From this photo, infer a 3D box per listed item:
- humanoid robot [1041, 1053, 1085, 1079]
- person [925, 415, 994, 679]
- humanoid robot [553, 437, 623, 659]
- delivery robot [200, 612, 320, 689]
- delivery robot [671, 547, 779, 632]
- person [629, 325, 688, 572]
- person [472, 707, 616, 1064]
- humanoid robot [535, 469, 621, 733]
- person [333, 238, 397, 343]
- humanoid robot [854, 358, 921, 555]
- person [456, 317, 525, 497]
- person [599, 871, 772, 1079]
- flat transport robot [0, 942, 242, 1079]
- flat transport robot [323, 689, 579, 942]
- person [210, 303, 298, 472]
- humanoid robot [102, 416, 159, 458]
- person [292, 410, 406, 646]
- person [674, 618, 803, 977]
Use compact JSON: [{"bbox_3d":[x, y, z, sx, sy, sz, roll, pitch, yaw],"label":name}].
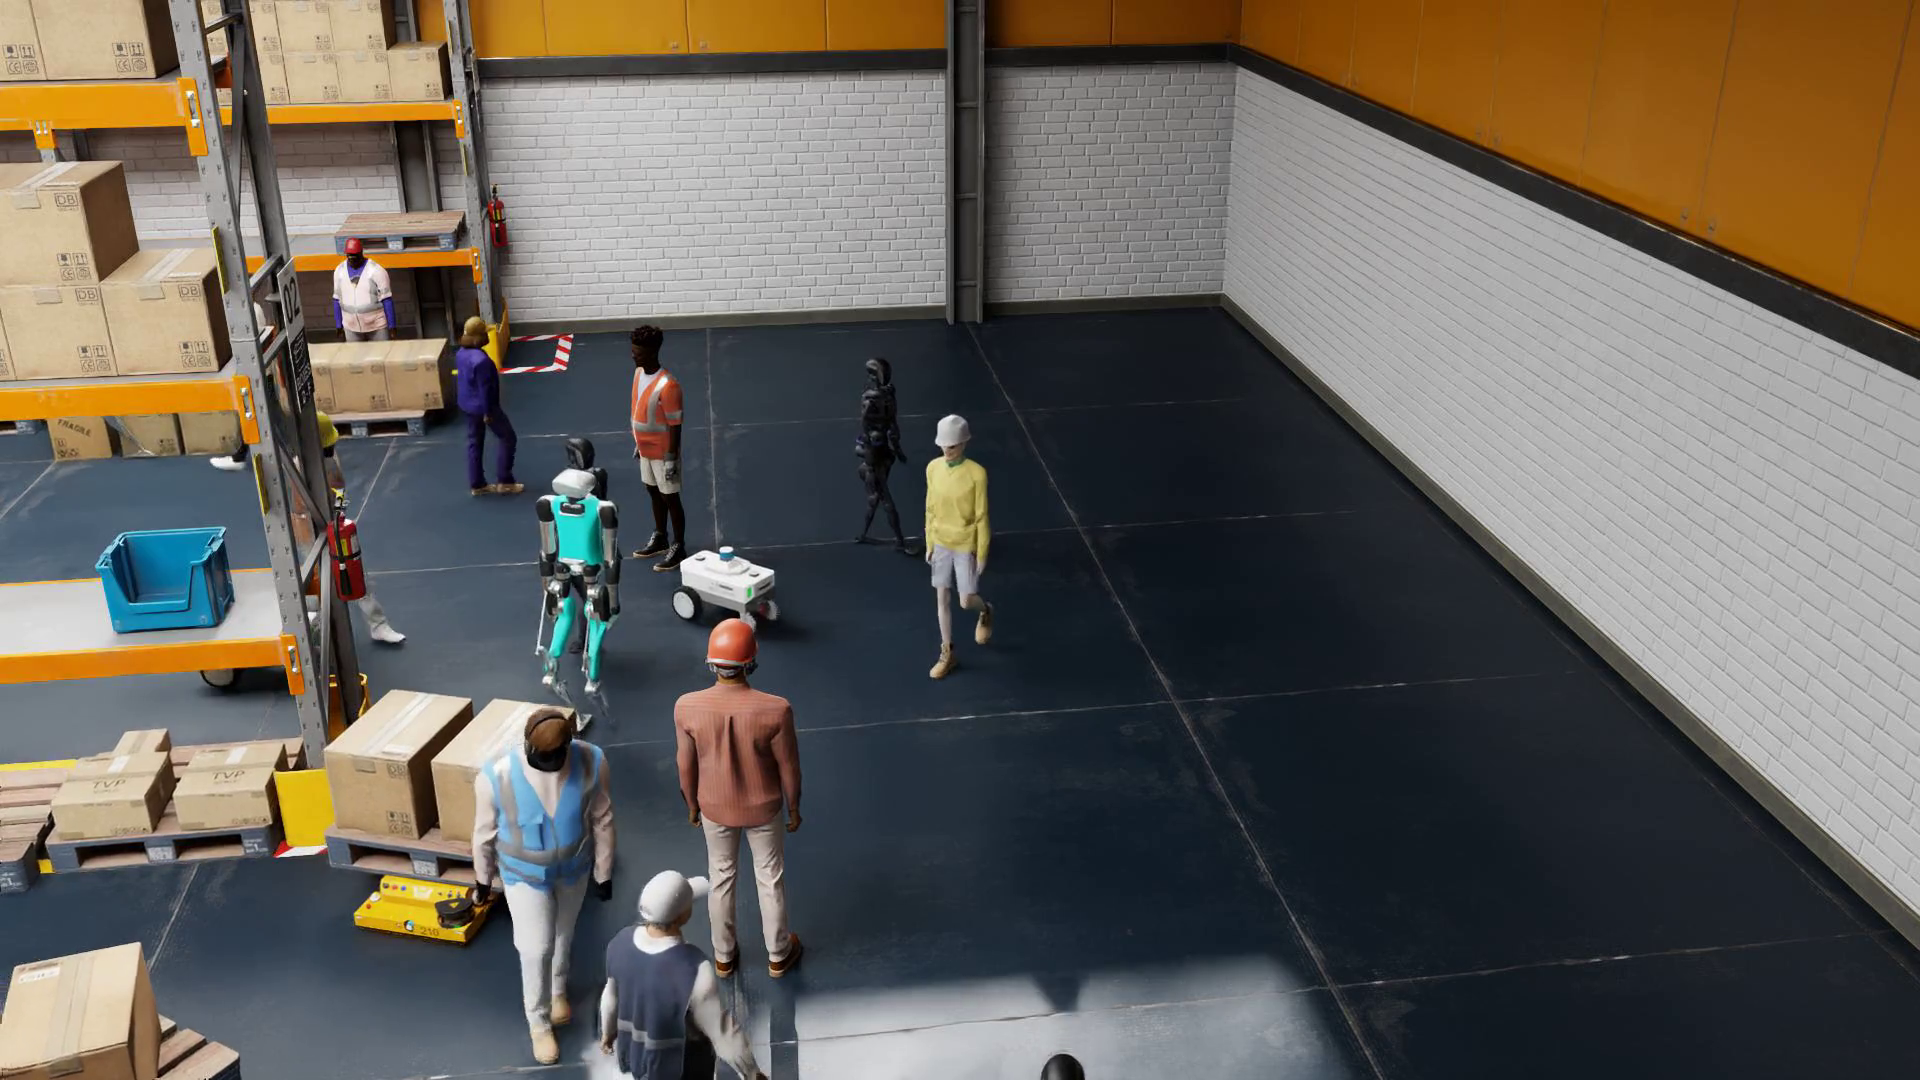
[{"bbox_3d":[0.392,2.515,5.995,0.596,1.645,0.782,-1,24,-2],"label":"humanoid robot"},{"bbox_3d":[0.001,0.004,11.399,0.488,1.874,0.622,12,26,25],"label":"person"},{"bbox_3d":[-2.619,0.057,11.525,0.373,1.649,0.599,12,27,26],"label":"humanoid robot"},{"bbox_3d":[-4.812,0.699,11.457,0.805,0.601,0.499,0,24,1],"label":"delivery robot"},{"bbox_3d":[-1.732,0.343,12.282,0.801,0.612,0.499,15,28,30],"label":"delivery robot"},{"bbox_3d":[-2.361,-0.721,12.931,0.368,1.966,0.601,-17,29,-34],"label":"person"},{"bbox_3d":[-1.920,1.593,7.865,0.665,1.802,0.692,-14,27,-29],"label":"person"},{"bbox_3d":[-2.445,0.493,10.480,0.544,1.823,0.678,4,24,10],"label":"humanoid robot"},{"bbox_3d":[-5.862,-2.126,16.410,0.599,1.745,0.418,0,24,0],"label":"person"},{"bbox_3d":[-0.585,-0.671,13.197,0.661,1.631,0.596,9,25,20],"label":"humanoid robot"},{"bbox_3d":[-4.074,-1.158,14.364,0.538,1.608,0.471,-21,31,-40],"label":"person"},{"bbox_3d":[-1.161,2.104,6.807,0.775,1.711,0.928,19,30,36],"label":"person"},{"bbox_3d":[-3.974,2.681,7.288,1.431,0.231,0.659,13,27,27],"label":"flat transport robot"},{"bbox_3d":[-2.756,1.743,9.425,0.659,0.231,1.431,5,24,12],"label":"flat transport robot"},{"bbox_3d":[-6.399,-1.488,14.837,0.845,1.835,0.528,1,24,1],"label":"person"},{"bbox_3d":[-7.616,-1.585,15.157,0.689,1.770,0.538,-2,24,-5],"label":"humanoid robot"},{"bbox_3d":[-4.335,-0.063,11.564,0.852,1.862,0.653,3,24,7],"label":"person"},{"bbox_3d":[-1.082,1.304,8.283,0.610,1.995,0.376,1,24,3],"label":"person"}]
